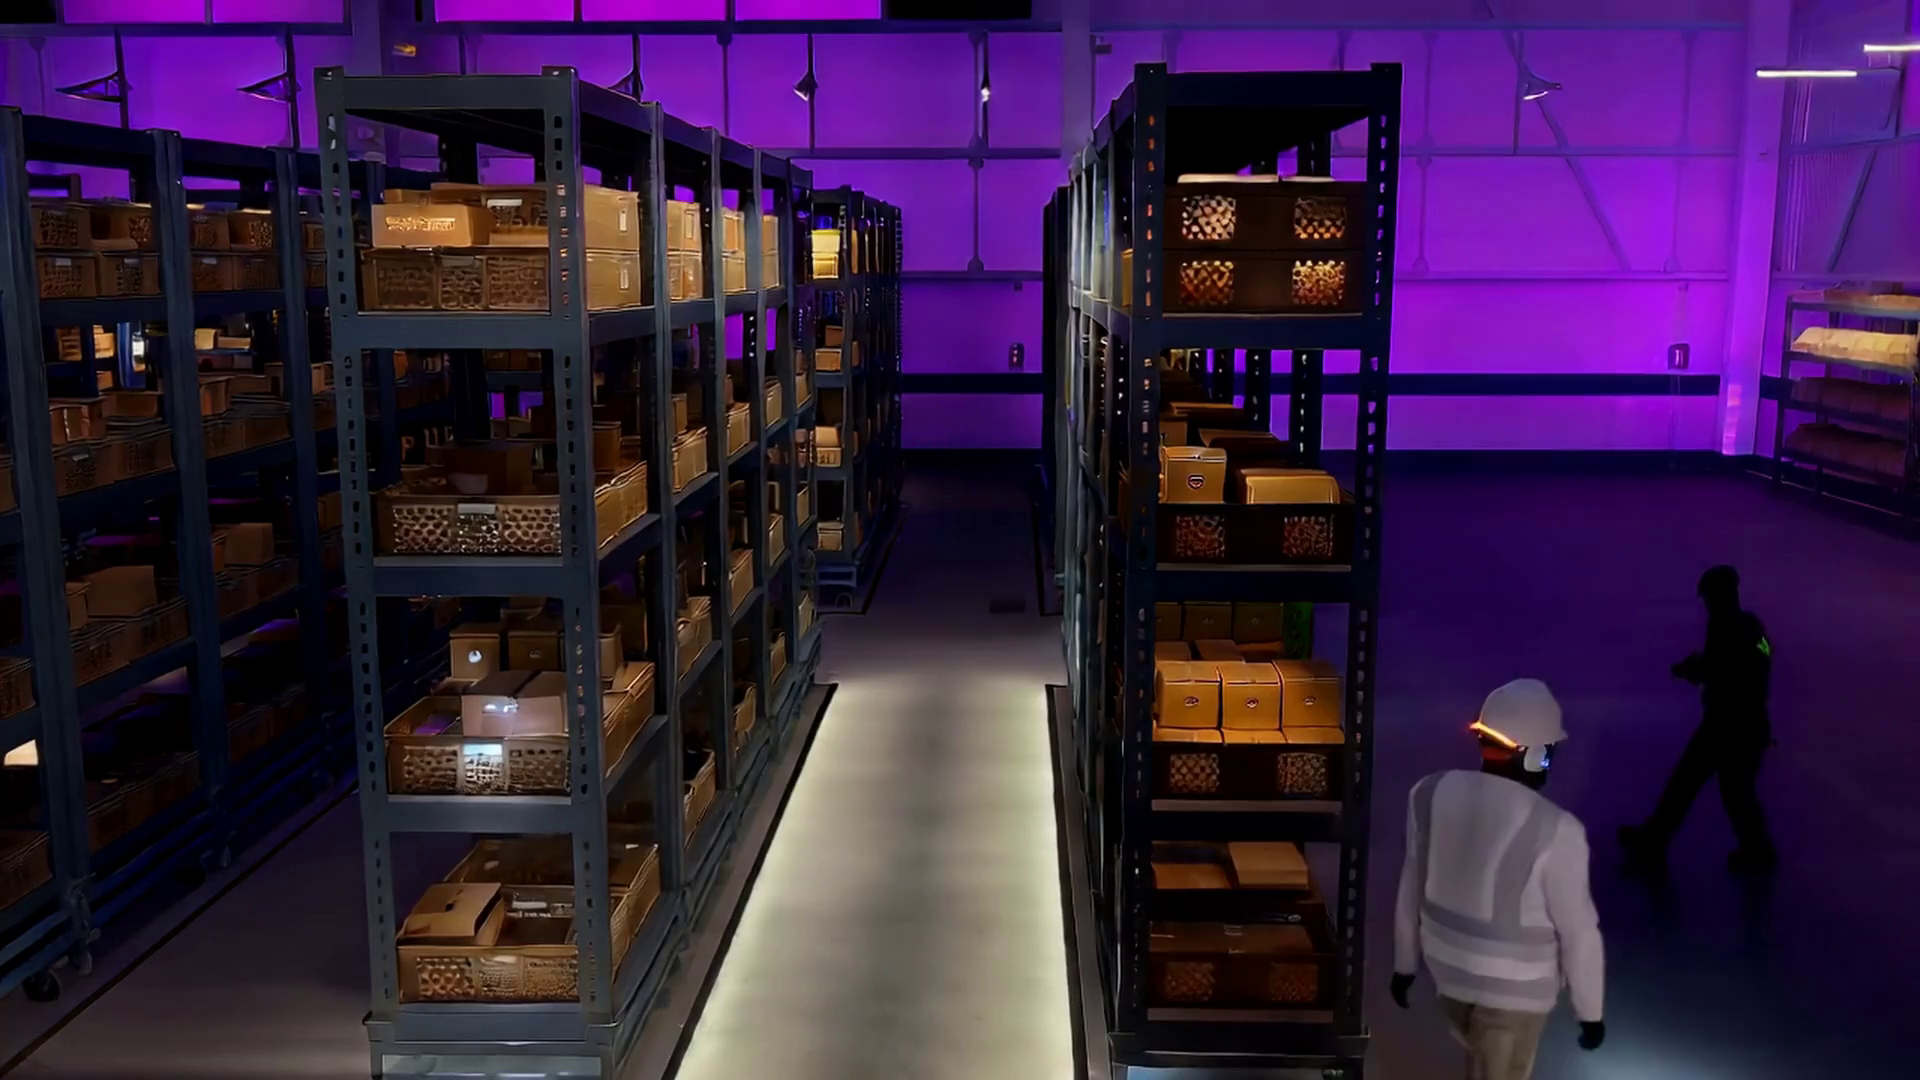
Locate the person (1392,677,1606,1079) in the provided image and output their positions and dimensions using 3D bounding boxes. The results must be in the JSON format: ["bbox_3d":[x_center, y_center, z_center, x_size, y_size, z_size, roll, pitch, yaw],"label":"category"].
[{"bbox_3d":[1.695,1.292,5.046,0.870,1.789,0.618,-6,12,-33],"label":"person"}]
